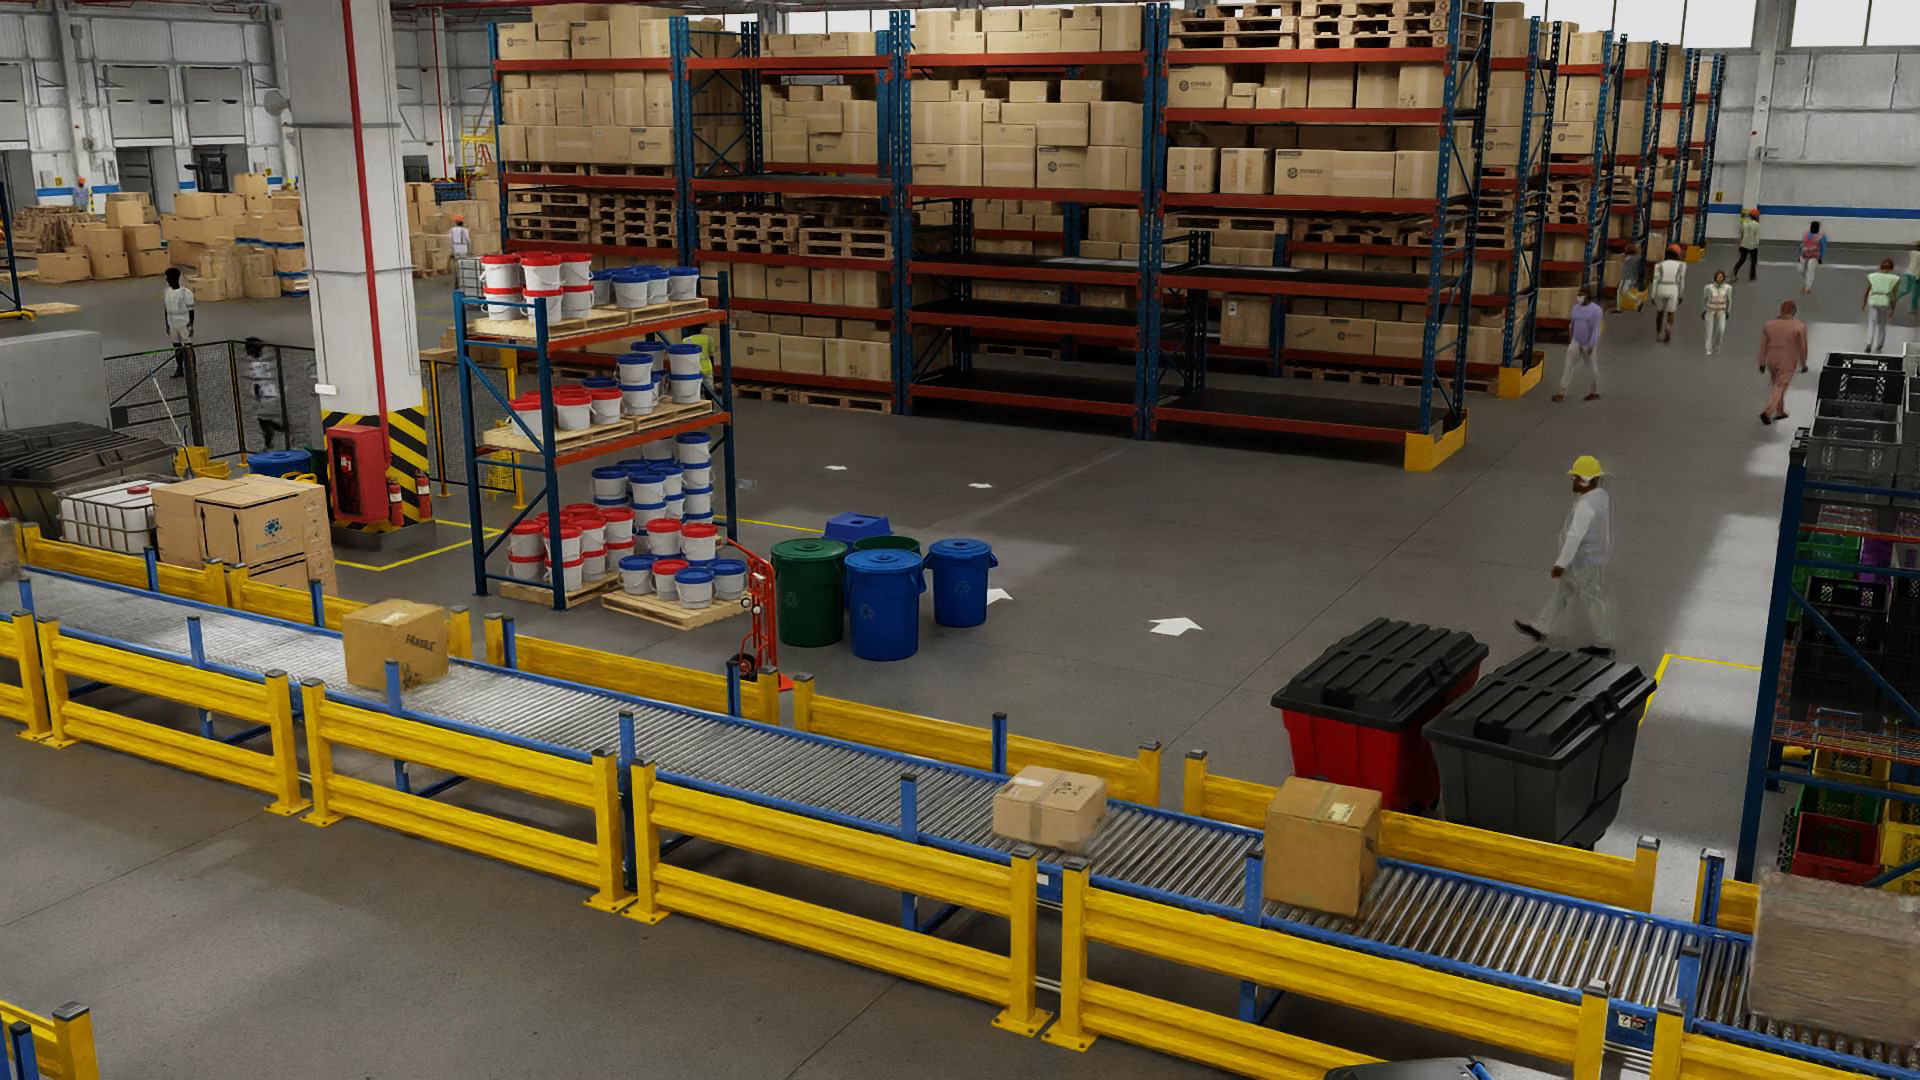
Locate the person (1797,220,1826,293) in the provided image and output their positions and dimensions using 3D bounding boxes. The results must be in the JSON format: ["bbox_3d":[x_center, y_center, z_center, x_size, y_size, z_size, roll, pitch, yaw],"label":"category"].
[{"bbox_3d":[21.435,-7.129,41.913,0.445,1.827,0.655,-9,17,-30],"label":"person"}]

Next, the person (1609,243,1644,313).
[{"bbox_3d":[15.239,-5.945,37.898,0.674,1.606,0.515,5,16,20],"label":"person"}]

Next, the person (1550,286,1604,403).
[{"bbox_3d":[10.049,-3.155,26.873,1.026,1.888,0.632,-10,18,-34],"label":"person"}]

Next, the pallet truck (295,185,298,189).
[{"bbox_3d":[-26.804,-14.617,69.738,1.885,1.965,0.823,-14,20,-42],"label":"pallet truck"}]

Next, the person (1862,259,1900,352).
[{"bbox_3d":[17.853,-4.550,32.282,0.585,1.803,0.961,8,17,28],"label":"person"}]

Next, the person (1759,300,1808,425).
[{"bbox_3d":[12.430,-2.693,25.176,0.940,1.870,0.637,-10,18,-33],"label":"person"}]

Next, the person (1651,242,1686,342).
[{"bbox_3d":[14.164,-4.933,33.303,0.614,2.017,0.710,5,16,19],"label":"person"}]

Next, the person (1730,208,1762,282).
[{"bbox_3d":[21.031,-7.864,44.416,0.902,1.969,0.617,-9,17,-30],"label":"person"}]

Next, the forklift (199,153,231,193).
[{"bbox_3d":[-27.440,-12.865,61.464,1.873,2.768,1.129,8,17,28],"label":"forklift"}]

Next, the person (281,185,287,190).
[{"bbox_3d":[-25.558,-12.677,63.179,0.794,1.610,0.510,-2,15,-8],"label":"person"}]

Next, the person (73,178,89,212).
[{"bbox_3d":[-33.430,-12.837,63.312,0.541,1.850,1.090,-13,20,-41],"label":"person"}]

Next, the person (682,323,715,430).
[{"bbox_3d":[-3.881,-2.492,24.726,0.541,1.700,0.316,-11,18,-35],"label":"person"}]

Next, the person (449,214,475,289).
[{"bbox_3d":[-12.930,-7.491,43.170,0.545,1.887,0.997,6,16,23],"label":"person"}]

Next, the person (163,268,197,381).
[{"bbox_3d":[-13.616,-3.765,29.004,0.603,1.966,0.368,5,16,17],"label":"person"}]

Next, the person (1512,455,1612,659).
[{"bbox_3d":[5.401,0.135,14.677,0.916,1.783,0.610,8,17,28],"label":"person"}]

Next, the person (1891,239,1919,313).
[{"bbox_3d":[21.798,-6.065,38.075,0.611,1.738,0.535,-2,15,-8],"label":"person"}]

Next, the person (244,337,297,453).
[{"bbox_3d":[-9.455,-1.950,22.741,0.481,1.677,0.532,-5,16,-17],"label":"person"}]

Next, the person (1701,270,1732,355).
[{"bbox_3d":[14.438,-4.331,31.774,0.532,1.624,0.411,5,16,17],"label":"person"}]
